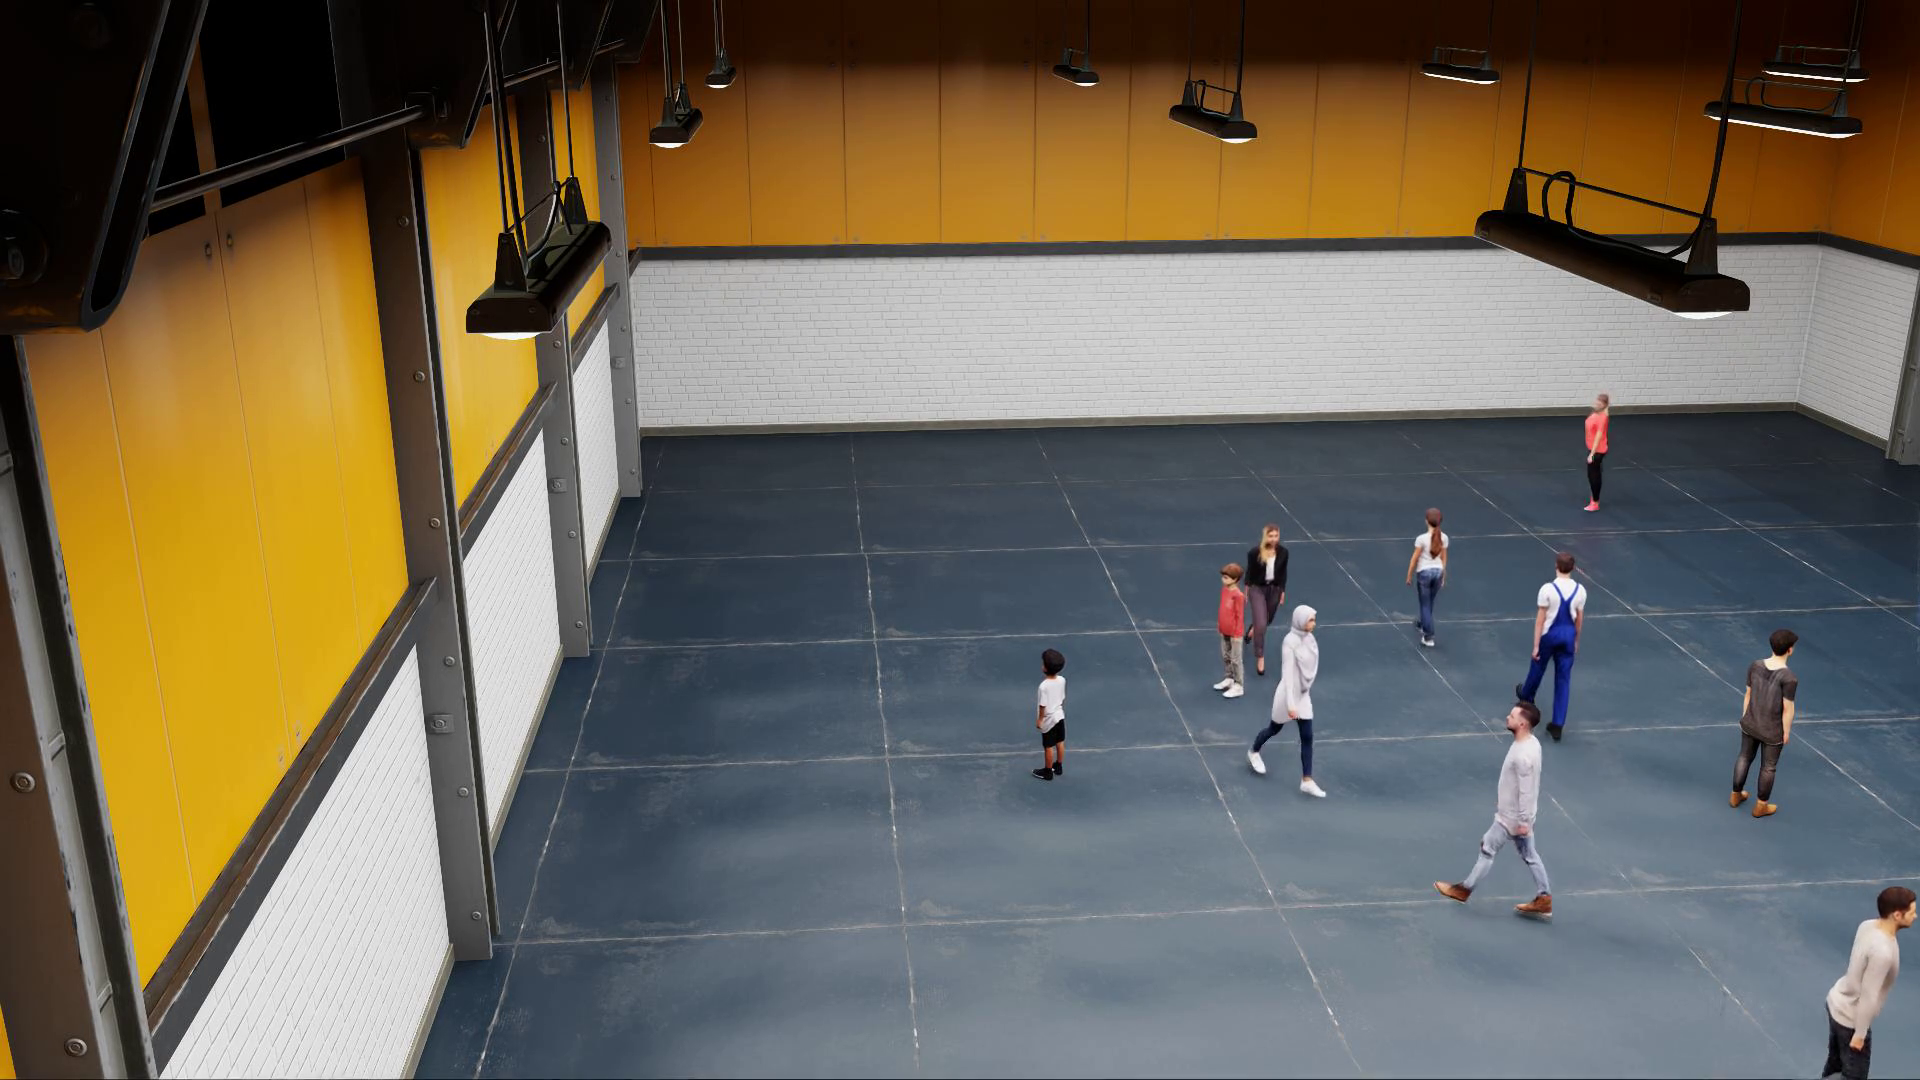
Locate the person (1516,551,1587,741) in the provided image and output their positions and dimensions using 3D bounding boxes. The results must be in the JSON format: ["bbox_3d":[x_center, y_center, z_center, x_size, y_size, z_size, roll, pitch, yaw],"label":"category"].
[{"bbox_3d":[5.823,1.051,16.158,0.760,1.807,1.200,1,19,2],"label":"person"}]

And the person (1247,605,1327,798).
[{"bbox_3d":[2.952,1.426,15.157,1.027,1.736,1.239,-13,22,-33],"label":"person"}]

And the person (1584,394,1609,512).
[{"bbox_3d":[8.907,-1.248,23.199,0.919,1.671,0.673,8,20,23],"label":"person"}]

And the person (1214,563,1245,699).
[{"bbox_3d":[2.826,0.915,17.178,0.638,1.413,0.523,-9,20,-24],"label":"person"}]

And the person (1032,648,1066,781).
[{"bbox_3d":[0.848,1.604,15.369,0.575,1.261,0.627,-17,25,-41],"label":"person"}]

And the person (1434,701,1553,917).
[{"bbox_3d":[4.418,2.134,12.964,1.130,1.794,1.204,9,20,24],"label":"person"}]

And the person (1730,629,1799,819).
[{"bbox_3d":[7.102,1.602,14.673,0.747,1.711,0.619,-11,22,-30],"label":"person"}]

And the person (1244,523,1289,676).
[{"bbox_3d":[3.226,0.587,17.809,0.655,1.632,1.046,-3,19,-8],"label":"person"}]

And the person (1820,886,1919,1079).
[{"bbox_3d":[5.487,2.964,10.412,0.895,1.848,0.888,6,20,18],"label":"person"}]

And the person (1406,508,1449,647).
[{"bbox_3d":[5.221,0.423,18.448,0.578,1.535,0.911,-3,19,-7],"label":"person"}]
